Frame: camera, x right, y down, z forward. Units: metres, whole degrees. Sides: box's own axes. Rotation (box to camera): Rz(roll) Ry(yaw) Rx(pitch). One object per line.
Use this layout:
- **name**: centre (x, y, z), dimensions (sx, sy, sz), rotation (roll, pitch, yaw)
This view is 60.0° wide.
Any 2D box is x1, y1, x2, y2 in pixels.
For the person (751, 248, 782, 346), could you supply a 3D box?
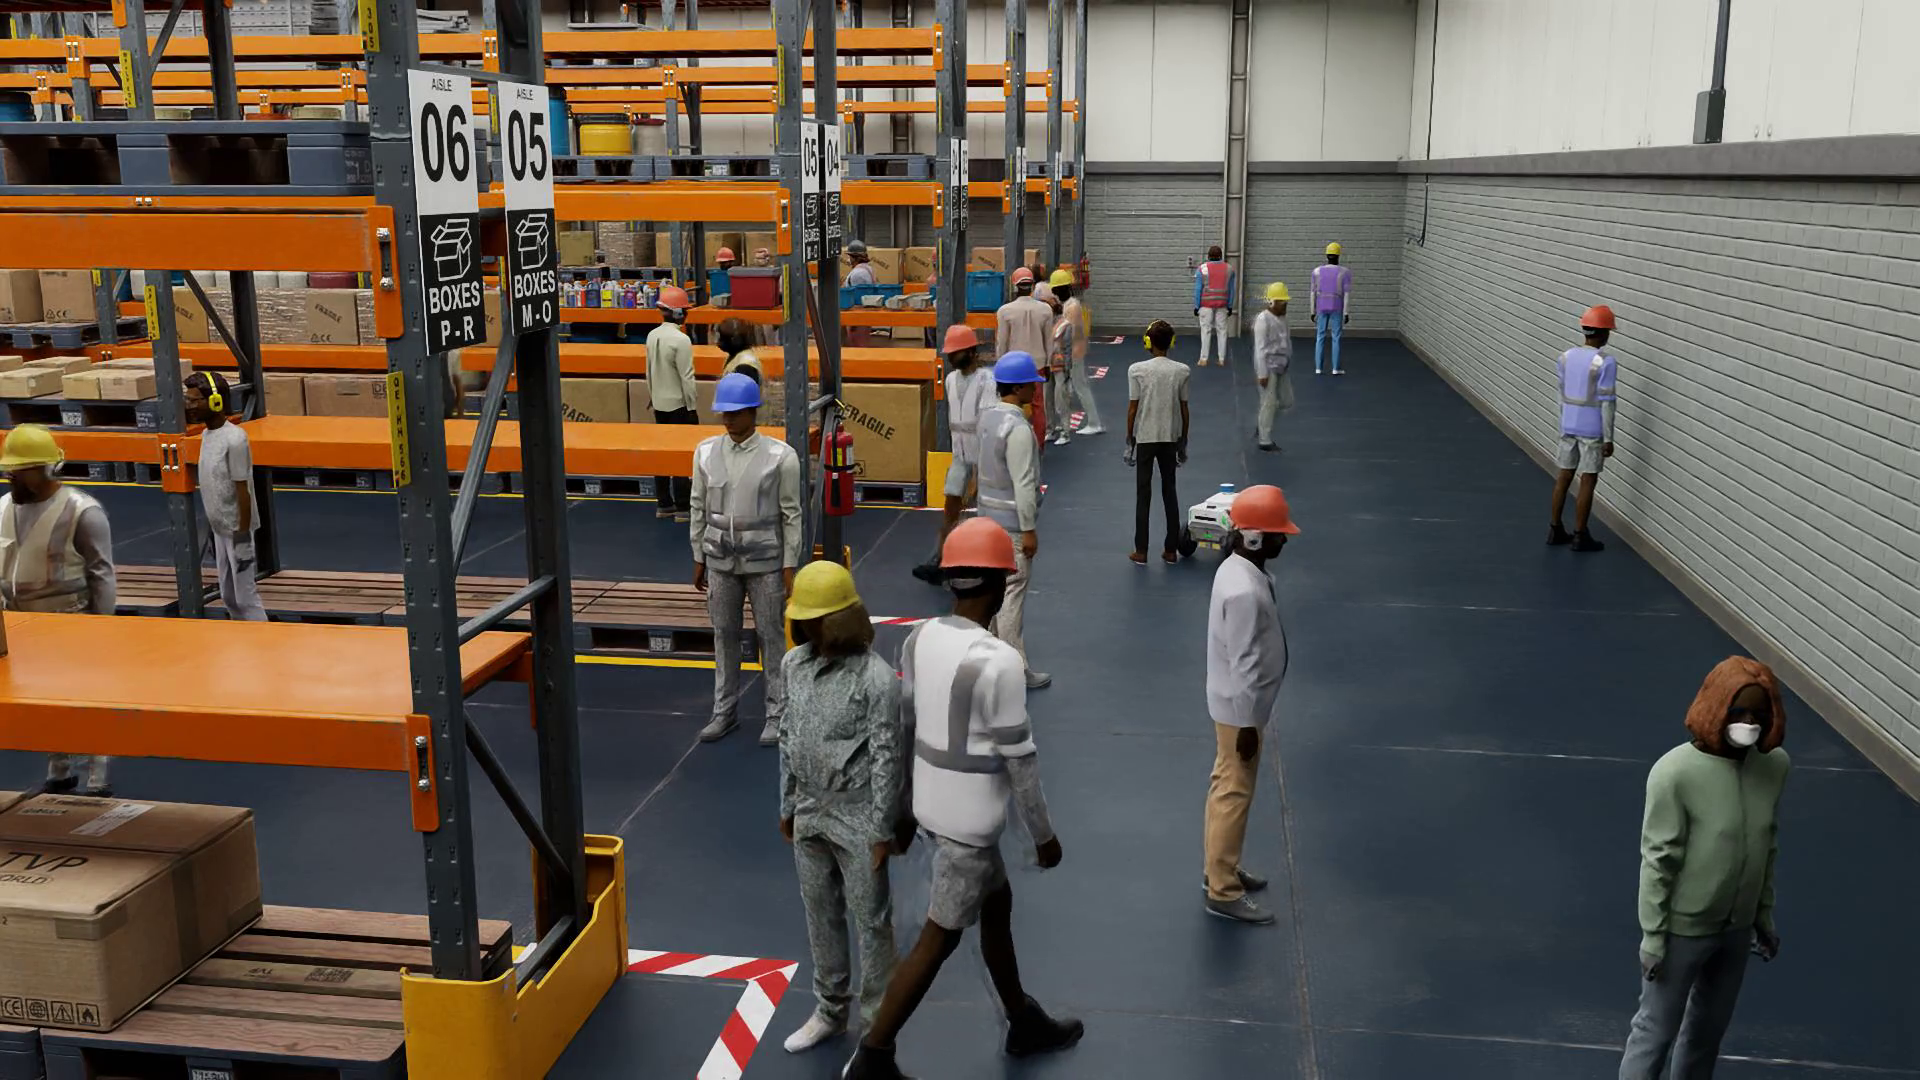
- **person**: centre (-2.748, -3.150, 23.430), dimensions (0.400, 1.901, 0.646), rotation (-10, 16, -38)

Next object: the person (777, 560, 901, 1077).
- **person**: centre (-0.415, 0.909, 5.474), dimensions (0.484, 1.735, 0.325), rotation (9, 16, 36)

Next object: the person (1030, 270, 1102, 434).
- **person**: centre (1.195, -2.099, 18.763), dimensions (0.924, 1.867, 0.618), rotation (-2, 13, -11)

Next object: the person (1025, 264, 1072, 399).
- **person**: centre (1.058, -2.648, 21.451), dimensions (0.945, 1.806, 0.633), rotation (9, 15, 34)

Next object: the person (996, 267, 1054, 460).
- **person**: centre (0.661, -1.799, 17.113), dimensions (0.608, 1.989, 0.387), rotation (-3, 13, -15)

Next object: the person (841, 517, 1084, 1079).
- **person**: centre (-0.015, 0.874, 5.341), dimensions (0.958, 1.882, 0.554), rotation (-6, 14, -26)

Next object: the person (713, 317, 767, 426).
- **person**: centre (-1.691, -0.883, 13.349), dimensions (0.601, 1.822, 0.630), rotation (-2, 13, -10)

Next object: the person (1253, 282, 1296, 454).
- **person**: centre (3.309, -1.811, 17.557), dimensions (0.431, 1.813, 0.614), rotation (9, 15, 35)

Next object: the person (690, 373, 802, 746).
- **person**: centre (-1.114, 0.102, 8.623), dimensions (0.608, 1.948, 0.389), rotation (3, 13, 14)

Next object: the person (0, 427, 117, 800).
- **person**: centre (-4.194, 0.385, 7.694), dimensions (0.615, 1.827, 0.516), rotation (4, 13, 16)

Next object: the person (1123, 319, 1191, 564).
- **person**: centre (1.493, -0.736, 12.622), dimensions (0.499, 1.861, 0.326), rotation (-3, 13, -12)

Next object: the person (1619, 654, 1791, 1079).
- **person**: centre (2.144, 1.115, 4.767), dimensions (0.501, 1.631, 0.285), rotation (-5, 13, -22)

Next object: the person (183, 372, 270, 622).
- **person**: centre (-4.136, -0.030, 9.439), dimensions (0.331, 1.860, 0.518), rotation (-12, 17, -43)

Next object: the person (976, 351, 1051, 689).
- **person**: centre (0.294, -0.117, 9.608), dimensions (0.392, 1.949, 0.602), rotation (-5, 13, -20)

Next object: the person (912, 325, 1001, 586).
- **person**: centre (0.052, -0.608, 11.996), dimensions (0.566, 1.864, 1.024), rotation (10, 16, 38)

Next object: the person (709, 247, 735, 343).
- **person**: centre (-3.171, -3.011, 22.695), dimensions (0.542, 1.939, 0.364), rotation (3, 13, 15)

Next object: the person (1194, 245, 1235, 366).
- **person**: centre (3.892, -3.594, 25.559), dimensions (0.636, 1.838, 0.429), rotation (-2, 13, -9)

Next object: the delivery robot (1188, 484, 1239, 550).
- **delivery robot**: centre (2.070, -0.195, 12.921), dimensions (0.477, 0.478, 0.707), rotation (9, 15, 35)

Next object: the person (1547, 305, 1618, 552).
- **person**: centre (4.943, -0.873, 13.074), dimensions (0.398, 1.925, 0.548), rotation (-6, 14, -25)

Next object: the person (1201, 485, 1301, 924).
- **person**: centre (1.156, 0.639, 6.645), dimensions (0.346, 1.746, 0.573), rotation (1, 13, 6)

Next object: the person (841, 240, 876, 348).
- **person**: centre (-1.430, -3.083, 22.790), dimensions (0.539, 2.000, 0.688), rotation (2, 13, 10)

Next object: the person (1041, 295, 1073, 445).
- **person**: centre (1.033, -1.861, 18.212), dimensions (0.313, 1.630, 0.527), rotation (-12, 17, -43)

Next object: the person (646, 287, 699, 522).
- **person**: centre (-2.422, -1.154, 14.190), dimensions (0.390, 1.991, 0.624), rotation (-11, 17, -41)

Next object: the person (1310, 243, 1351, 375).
- **person**: centre (5.430, -3.384, 24.405), dimensions (0.589, 1.927, 0.388), rotation (6, 14, 26)
